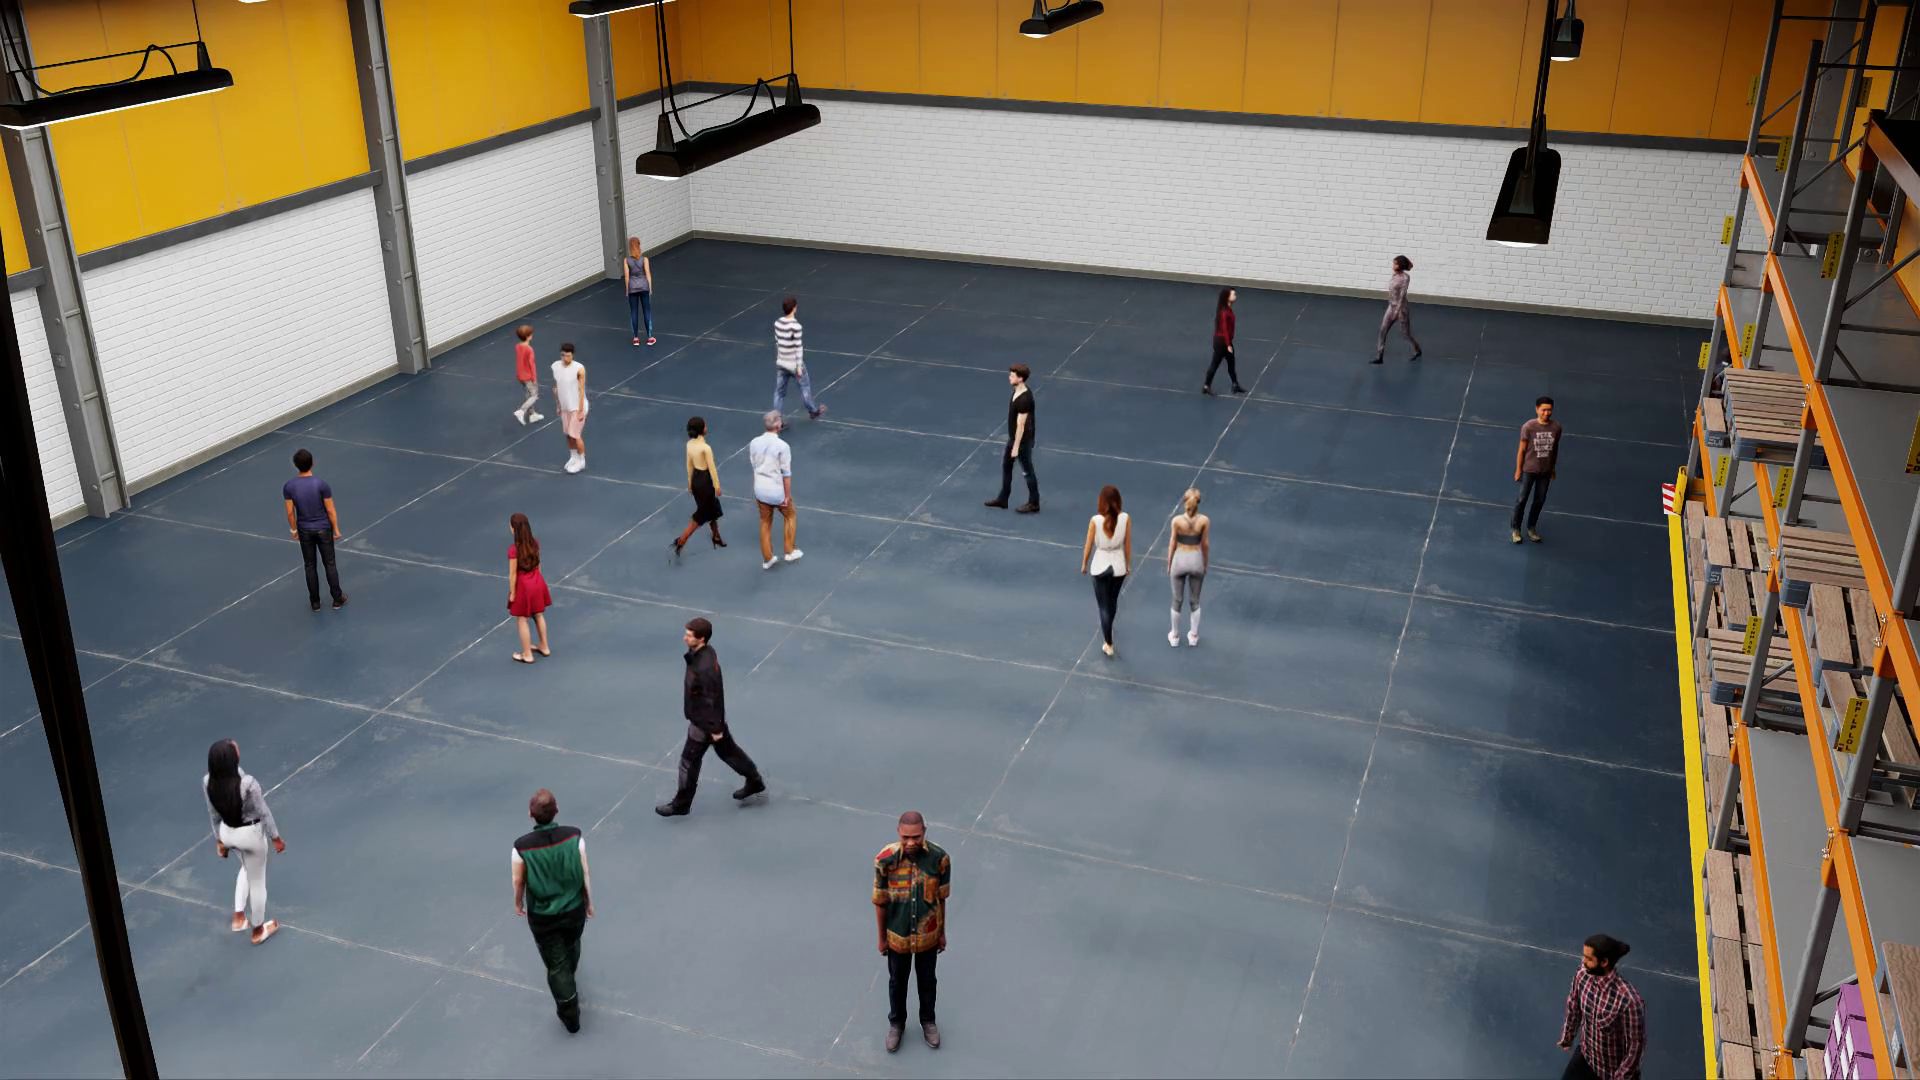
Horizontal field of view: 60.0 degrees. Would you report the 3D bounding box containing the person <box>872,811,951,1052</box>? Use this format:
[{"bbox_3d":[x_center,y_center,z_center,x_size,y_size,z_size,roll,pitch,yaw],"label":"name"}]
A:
[{"bbox_3d":[-0.323,2.621,11.280,0.808,1.808,0.821,-3,24,-7],"label":"person"}]

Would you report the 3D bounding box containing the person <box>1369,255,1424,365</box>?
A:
[{"bbox_3d":[6.782,-3.488,25.413,1.114,1.681,1.094,-9,25,-20],"label":"person"}]

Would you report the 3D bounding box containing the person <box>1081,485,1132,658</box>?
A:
[{"bbox_3d":[1.489,0.353,16.585,0.908,1.716,1.069,-3,24,-8],"label":"person"}]

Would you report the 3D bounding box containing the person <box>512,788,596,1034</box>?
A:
[{"bbox_3d":[-2.757,2.570,11.396,1.066,1.808,1.137,-10,25,-21],"label":"person"}]

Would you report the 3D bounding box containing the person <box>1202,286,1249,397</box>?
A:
[{"bbox_3d":[3.695,-2.849,24.014,0.733,1.632,0.861,5,24,11],"label":"person"}]

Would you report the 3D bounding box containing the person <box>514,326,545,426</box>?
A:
[{"bbox_3d":[-6.012,-2.247,22.921,0.655,1.403,0.829,17,29,34],"label":"person"}]

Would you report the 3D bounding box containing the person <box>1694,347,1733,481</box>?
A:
[{"bbox_3d":[9.460,-1.537,20.776,0.851,1.822,0.717,-2,24,-5],"label":"person"}]

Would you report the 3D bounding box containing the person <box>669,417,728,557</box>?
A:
[{"bbox_3d":[-2.969,-0.553,18.773,1.081,1.623,0.881,-18,30,-36],"label":"person"}]

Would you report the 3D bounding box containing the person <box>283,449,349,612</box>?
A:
[{"bbox_3d":[-6.814,-0.110,17.543,0.719,1.797,0.714,-5,24,-10],"label":"person"}]

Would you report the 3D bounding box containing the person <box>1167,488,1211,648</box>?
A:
[{"bbox_3d":[2.296,0.277,16.774,0.624,1.704,0.636,0,24,0],"label":"person"}]

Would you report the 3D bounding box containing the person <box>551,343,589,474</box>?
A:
[{"bbox_3d":[-4.905,-1.705,21.247,0.675,1.752,0.694,17,29,34],"label":"person"}]

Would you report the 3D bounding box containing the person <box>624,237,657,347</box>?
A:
[{"bbox_3d":[-5.104,-3.958,26.419,0.641,1.737,0.658,-2,24,-5],"label":"person"}]

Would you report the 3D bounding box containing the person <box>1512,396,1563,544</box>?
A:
[{"bbox_3d":[6.647,-0.840,19.232,0.731,1.782,0.725,-1,24,-2],"label":"person"}]

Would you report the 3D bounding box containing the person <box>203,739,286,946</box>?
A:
[{"bbox_3d":[-5.313,2.257,12.233,0.587,1.713,0.608,8,25,17],"label":"person"}]

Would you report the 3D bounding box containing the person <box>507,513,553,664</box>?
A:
[{"bbox_3d":[-4.294,0.466,16.538,0.690,1.546,0.615,15,28,31],"label":"person"}]

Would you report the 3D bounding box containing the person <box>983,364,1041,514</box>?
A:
[{"bbox_3d":[0.824,-1.199,19.935,1.016,1.875,1.009,-3,24,-7],"label":"person"}]

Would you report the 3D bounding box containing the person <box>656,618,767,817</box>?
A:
[{"bbox_3d":[-2.027,1.478,13.916,1.193,1.793,1.245,-6,24,-13],"label":"person"}]

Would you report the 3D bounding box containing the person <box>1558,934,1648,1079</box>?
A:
[{"bbox_3d":[4.014,3.164,10.168,1.153,1.704,1.083,-16,28,-32],"label":"person"}]

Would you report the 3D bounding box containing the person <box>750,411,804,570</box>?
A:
[{"bbox_3d":[-2.117,-0.524,18.475,0.679,1.807,0.700,8,25,17],"label":"person"}]

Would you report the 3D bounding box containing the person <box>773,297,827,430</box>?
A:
[{"bbox_3d":[-2.387,-2.353,22.660,0.859,1.808,1.194,16,28,32],"label":"person"}]
